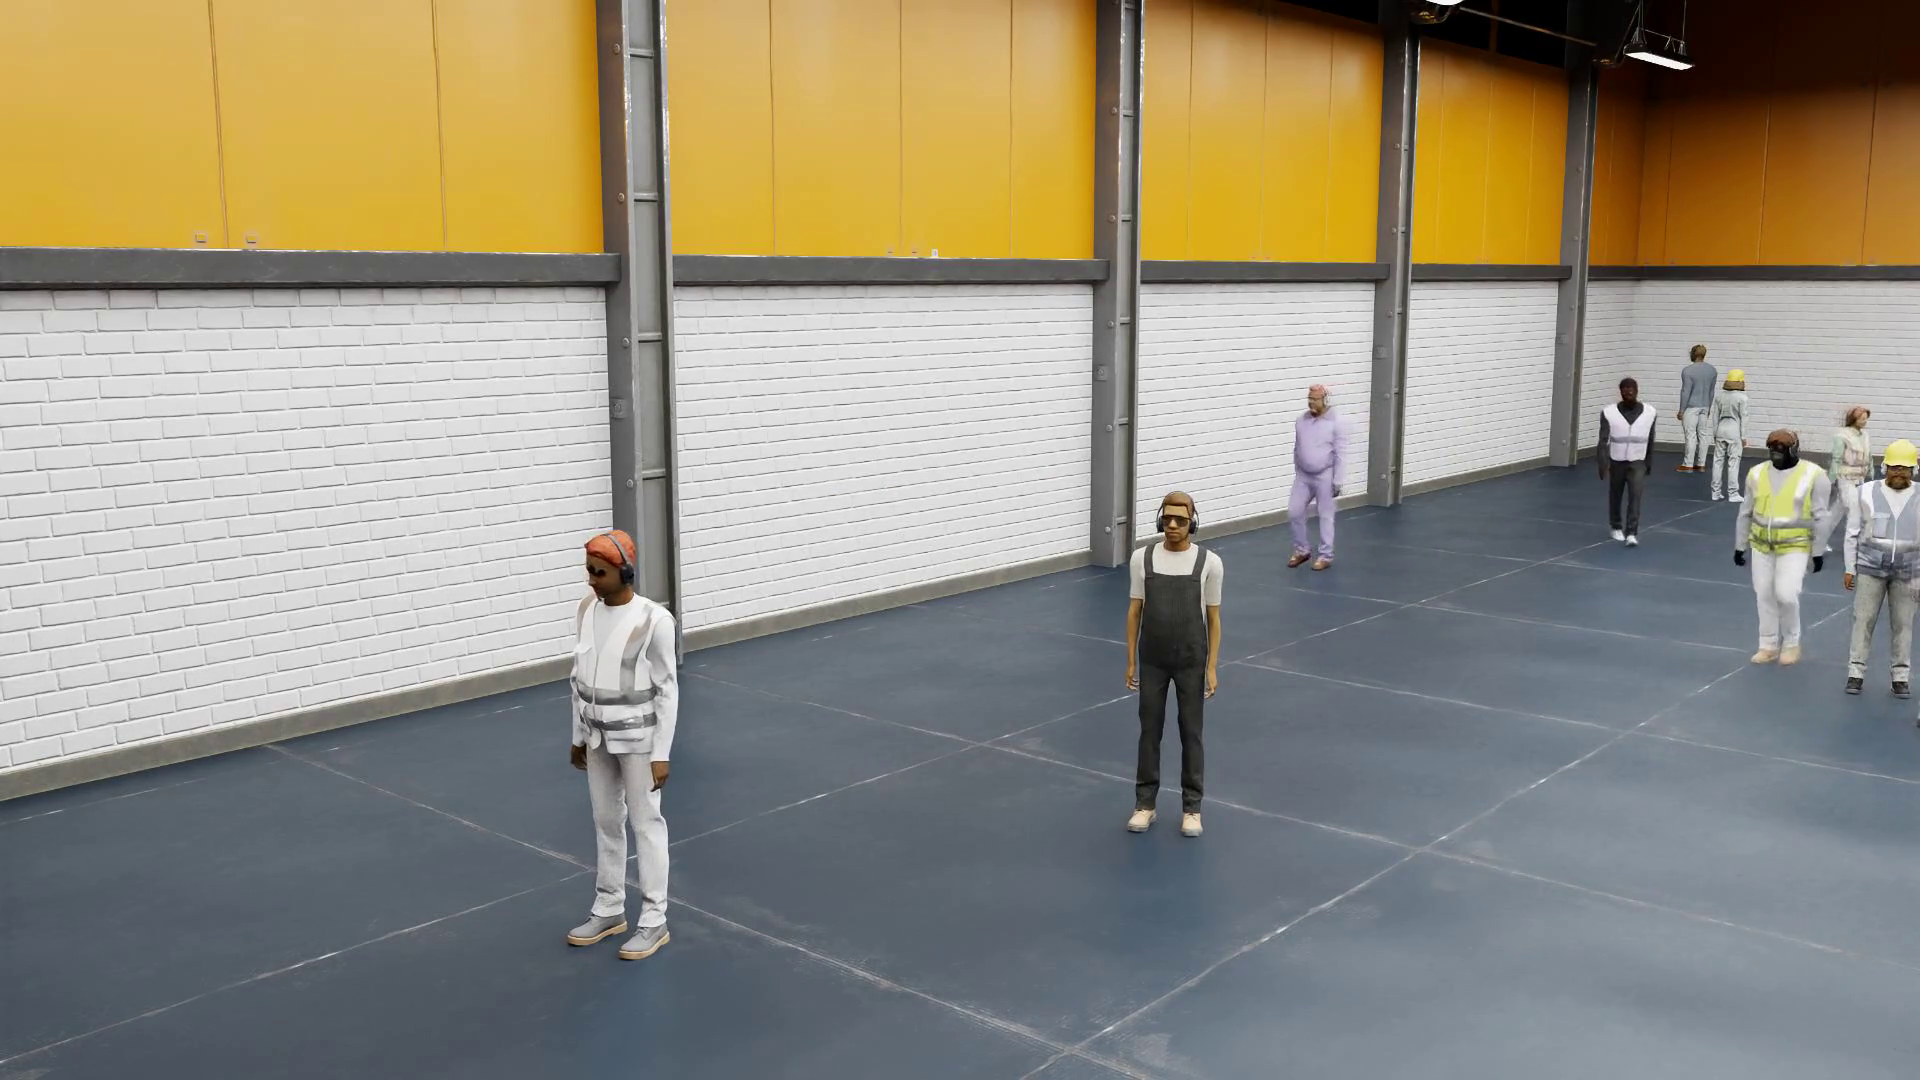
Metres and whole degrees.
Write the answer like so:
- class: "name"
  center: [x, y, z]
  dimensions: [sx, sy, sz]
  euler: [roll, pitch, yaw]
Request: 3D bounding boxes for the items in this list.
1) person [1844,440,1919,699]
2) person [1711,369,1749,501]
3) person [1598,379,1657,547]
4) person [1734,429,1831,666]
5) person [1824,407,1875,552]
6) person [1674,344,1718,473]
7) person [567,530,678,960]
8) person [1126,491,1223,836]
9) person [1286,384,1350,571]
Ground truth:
- class: "person"
  center: [6.569, 0.202, 11.748]
  dimensions: [0.593, 1.830, 0.404]
  euler: [4, 10, 25]
- class: "person"
  center: [10.181, -1.382, 21.968]
  dimensions: [0.311, 1.744, 0.486]
  euler: [-5, 10, -29]
- class: "person"
  center: [7.363, -0.861, 18.382]
  dimensions: [0.604, 1.856, 1.034]
  euler: [3, 9, 16]
- class: "person"
  center: [6.234, 0.065, 12.657]
  dimensions: [0.453, 1.819, 0.646]
  euler: [-7, 11, -37]
- class: "person"
  center: [9.452, -0.624, 17.670]
  dimensions: [0.530, 1.596, 0.851]
  euler: [-5, 10, -29]
- class: "person"
  center: [11.105, -1.981, 25.119]
  dimensions: [0.631, 1.940, 0.369]
  euler: [-4, 10, -22]
- class: "person"
  center: [-1.488, 0.884, 7.290]
  dimensions: [0.573, 1.887, 0.355]
  euler: [6, 11, 32]
- class: "person"
  center: [1.132, 0.655, 8.857]
  dimensions: [0.507, 1.847, 0.345]
  euler: [2, 9, 15]
- class: "person"
  center: [3.577, -0.622, 16.739]
  dimensions: [0.655, 1.891, 0.527]
  euler: [8, 12, 42]
